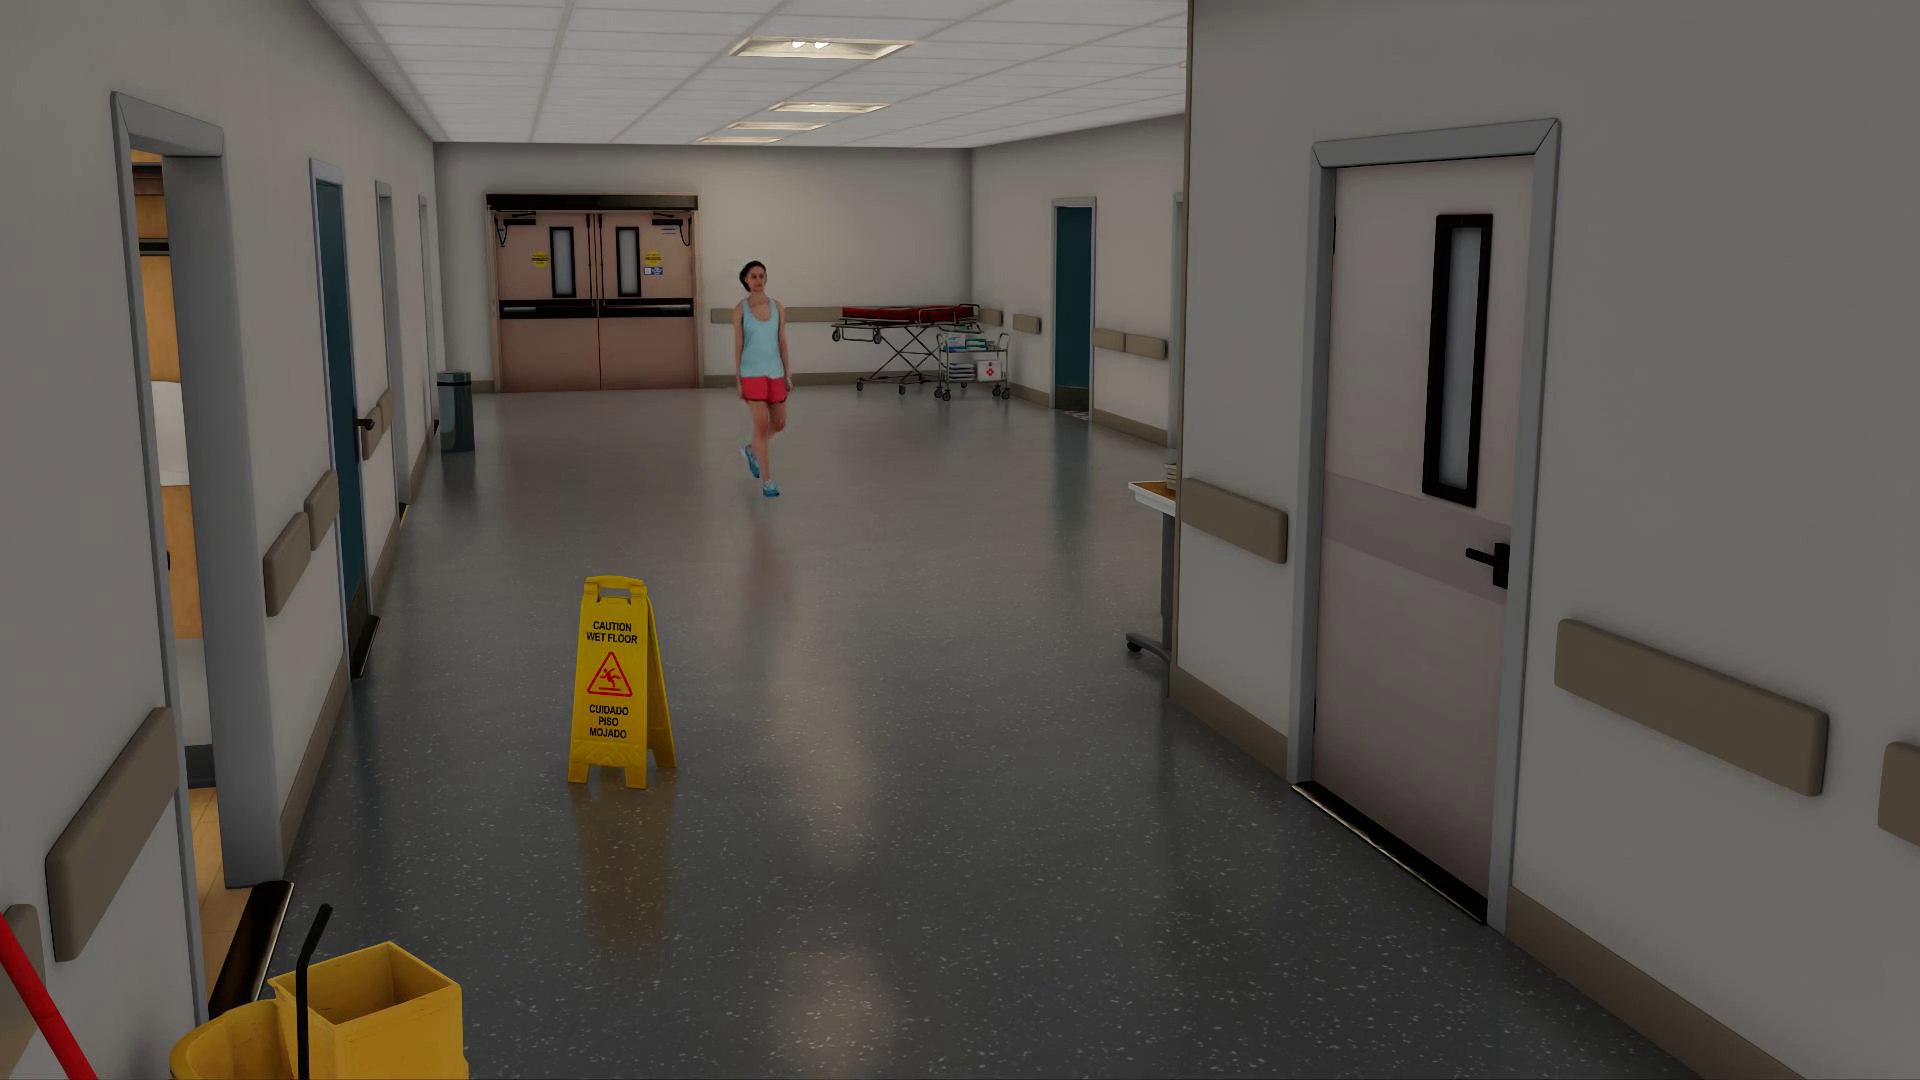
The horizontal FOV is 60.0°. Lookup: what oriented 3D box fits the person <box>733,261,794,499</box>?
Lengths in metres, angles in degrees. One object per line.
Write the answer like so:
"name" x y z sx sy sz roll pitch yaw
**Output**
"person" -1.514 -1.212 12.565 0.761 1.750 1.064 -6 12 -29
